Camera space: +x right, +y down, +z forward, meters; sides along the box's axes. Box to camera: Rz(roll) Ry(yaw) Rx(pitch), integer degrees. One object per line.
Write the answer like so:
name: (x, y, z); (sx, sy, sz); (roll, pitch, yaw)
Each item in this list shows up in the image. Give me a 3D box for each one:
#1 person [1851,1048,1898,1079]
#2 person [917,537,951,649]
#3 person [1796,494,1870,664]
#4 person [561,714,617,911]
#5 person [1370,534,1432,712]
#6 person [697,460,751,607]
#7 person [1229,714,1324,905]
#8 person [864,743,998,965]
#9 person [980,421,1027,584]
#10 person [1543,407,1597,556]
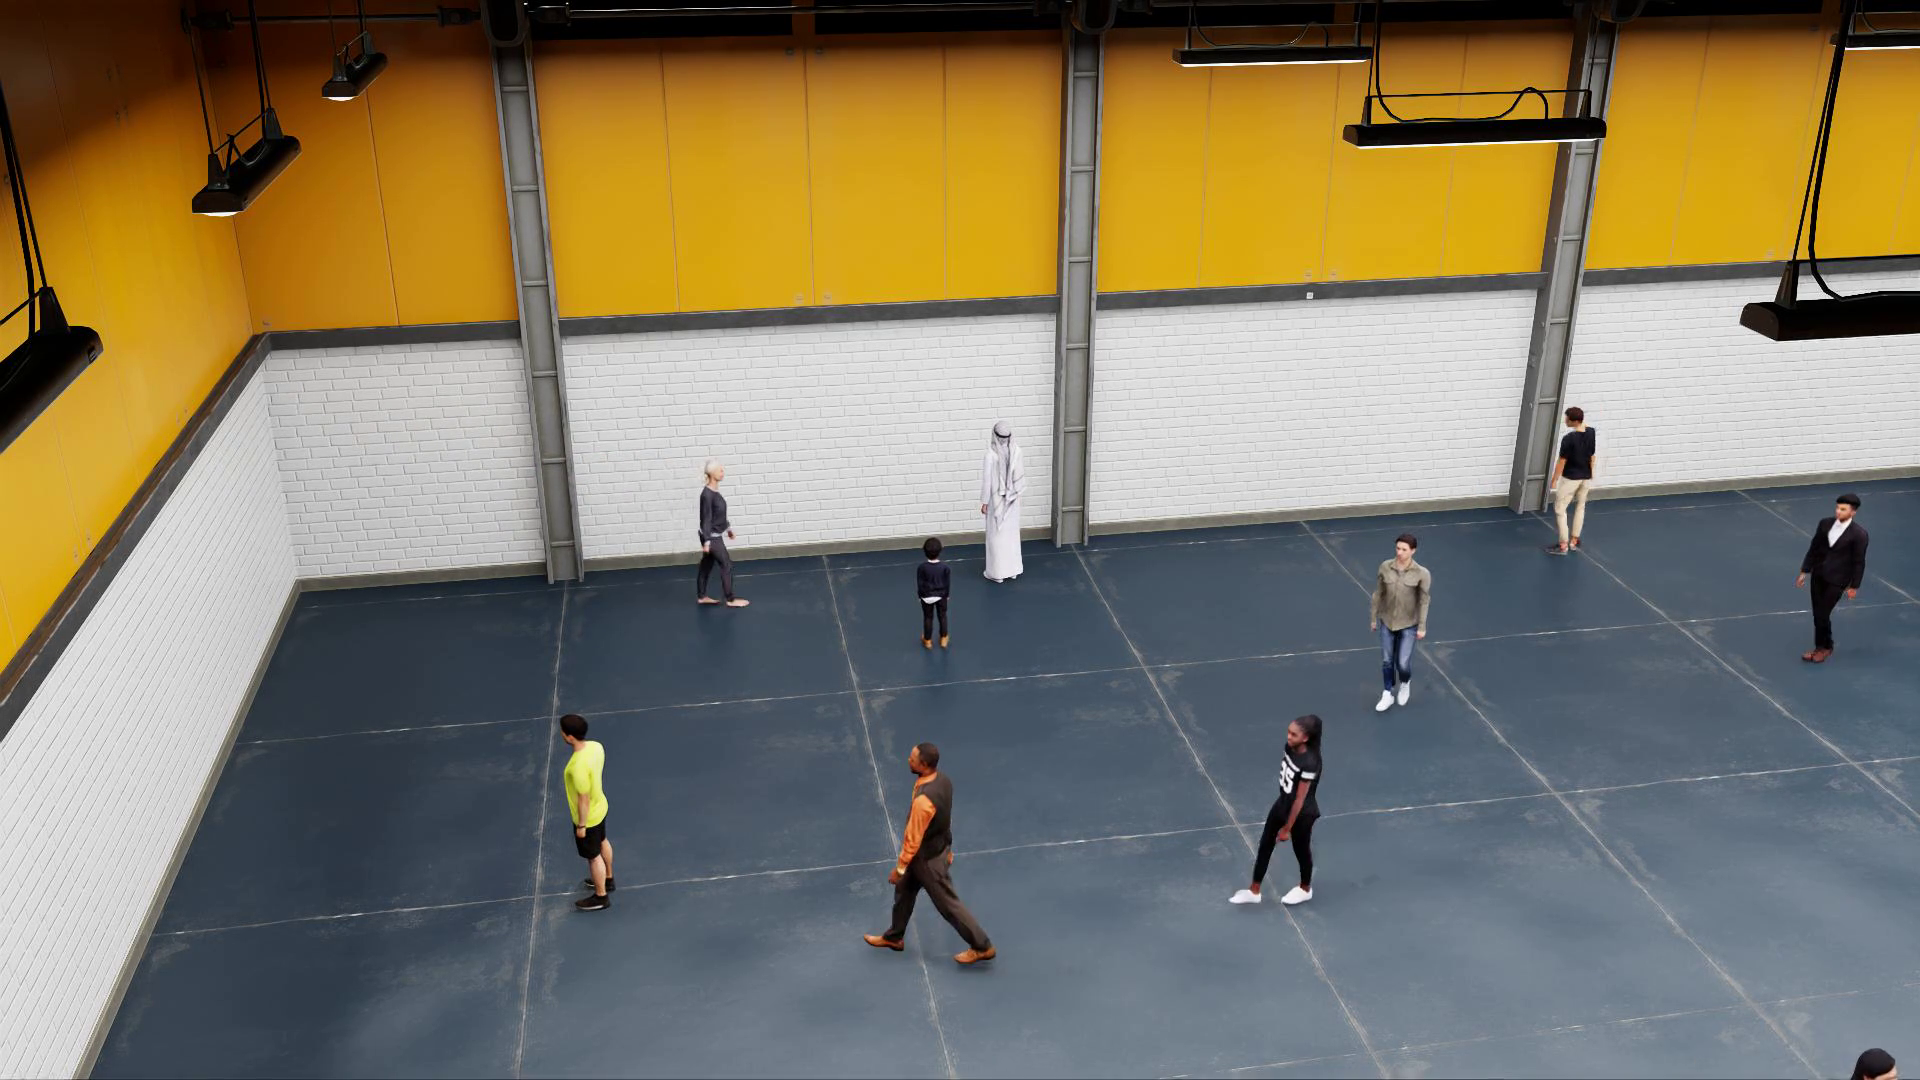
person: (5.103, 3.669, 9.753); (1.194, 1.729, 0.852); (-10, 26, -22)
person: (-0.274, 0.548, 17.523); (0.427, 1.225, 0.574); (-2, 24, -5)
person: (9.015, 0.382, 17.097); (0.686, 1.870, 0.759); (-9, 25, -20)
person: (-2.955, 2.142, 13.274); (0.597, 1.707, 0.675); (2, 24, 4)
person: (4.325, 0.778, 16.213); (0.862, 1.853, 0.920); (16, 28, 32)
person: (-2.817, -0.066, 18.327); (0.813, 1.706, 0.614); (-2, 24, -5)
person: (2.733, 2.169, 13.213); (1.001, 1.708, 0.730); (-9, 25, -20)
person: (-0.128, 2.414, 12.459); (1.364, 1.862, 0.967); (4, 24, 8)
person: (0.490, -0.447, 18.923); (0.695, 1.926, 0.837); (-12, 26, -26)
person: (7.326, -0.722, 19.685); (0.612, 1.820, 0.904); (-3, 24, -6)
